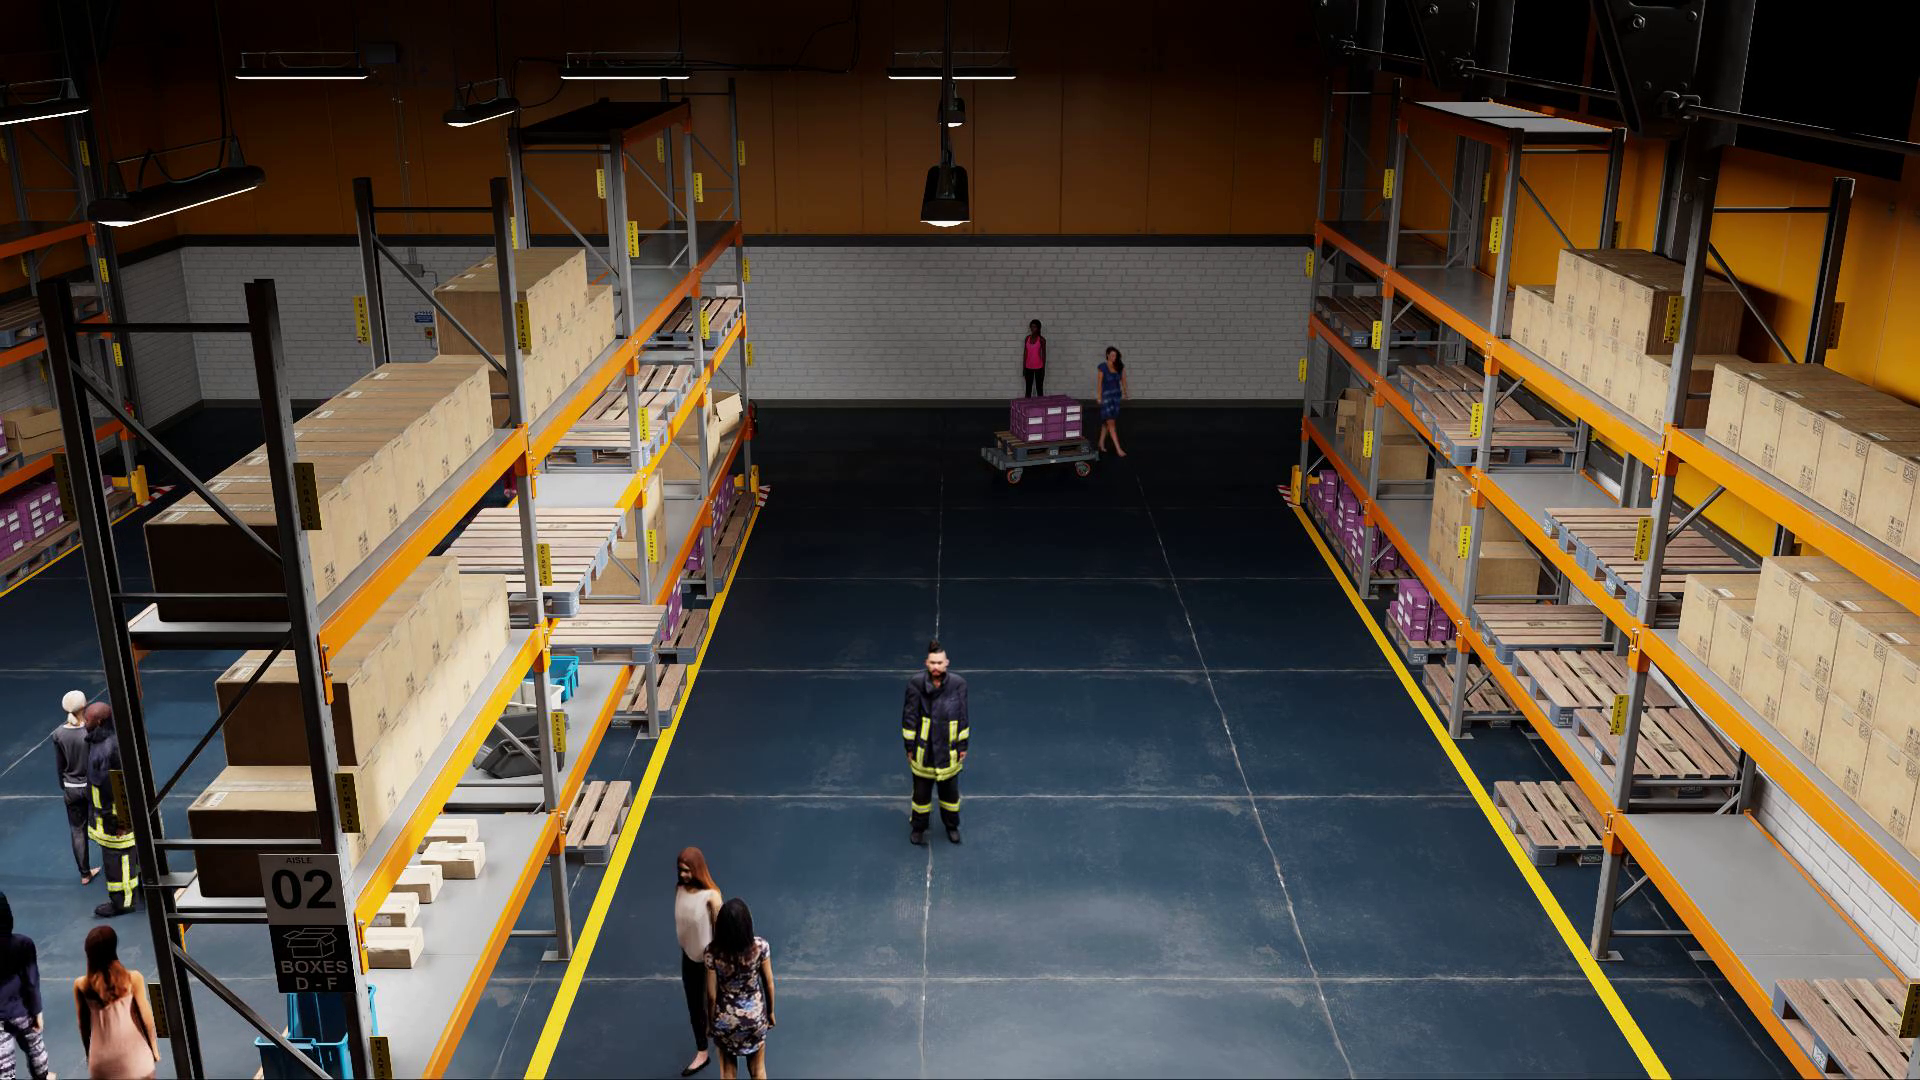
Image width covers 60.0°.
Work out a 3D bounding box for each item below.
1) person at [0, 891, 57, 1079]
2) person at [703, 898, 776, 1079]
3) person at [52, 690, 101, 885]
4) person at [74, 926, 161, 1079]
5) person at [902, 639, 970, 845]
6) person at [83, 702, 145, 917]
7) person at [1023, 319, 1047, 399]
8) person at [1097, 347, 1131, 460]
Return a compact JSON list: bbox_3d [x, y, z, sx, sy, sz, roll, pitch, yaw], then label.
[{"bbox_3d":[-6.222,3.117,10.804,0.812,1.695,1.152,-5,19,-14],"label":"person"},{"bbox_3d":[-1.433,3.108,10.773,0.650,1.733,0.587,-5,19,-14],"label":"person"},{"bbox_3d":[-7.294,2.063,13.885,0.612,1.726,0.541,-2,19,-5],"label":"person"},{"bbox_3d":[-5.207,3.214,10.302,0.610,1.832,0.574,-4,19,-11],"label":"person"},{"bbox_3d":[-0.203,1.756,14.585,0.750,1.861,0.682,-1,19,-3],"label":"person"},{"bbox_3d":[-6.805,2.126,13.535,0.940,1.829,0.837,-8,20,-22],"label":"person"},{"bbox_3d":[1.297,-2.983,28.871,0.616,1.724,0.634,6,19,16],"label":"person"},{"bbox_3d":[2.355,-2.188,26.464,1.013,1.755,1.215,-11,22,-30],"label":"person"}]
